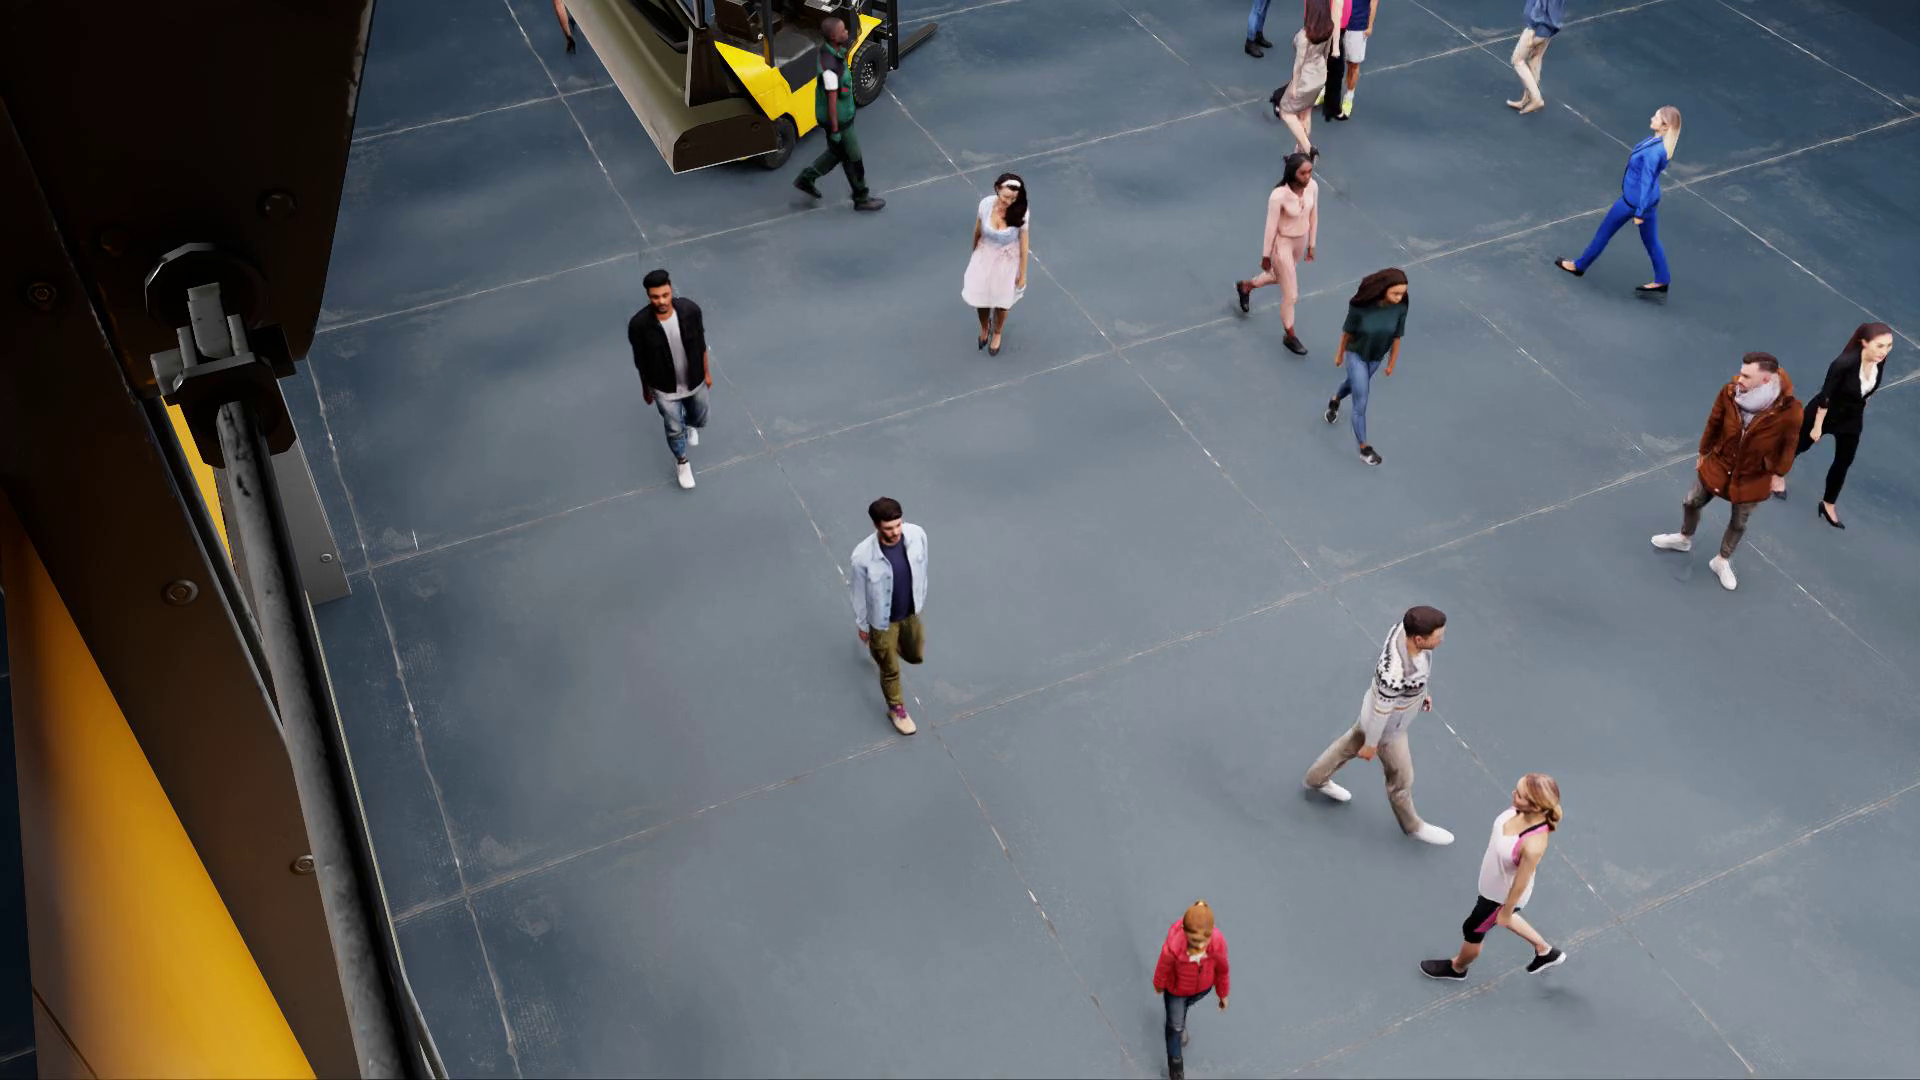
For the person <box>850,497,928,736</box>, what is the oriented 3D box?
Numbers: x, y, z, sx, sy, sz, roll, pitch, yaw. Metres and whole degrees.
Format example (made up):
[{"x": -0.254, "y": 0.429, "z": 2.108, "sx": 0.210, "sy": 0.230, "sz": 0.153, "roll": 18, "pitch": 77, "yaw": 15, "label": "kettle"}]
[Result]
[{"x": -0.451, "y": 0.406, "z": 10.192, "sx": 0.724, "sy": 1.796, "sz": 0.933, "roll": -22, "pitch": 48, "yaw": -21, "label": "person"}]

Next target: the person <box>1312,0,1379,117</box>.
[{"x": 3.683, "y": -4.909, "z": 15.743, "sx": 0.676, "sy": 1.835, "sz": 0.776, "roll": 22, "pitch": 48, "yaw": 21, "label": "person"}]

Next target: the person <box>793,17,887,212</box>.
[{"x": -1.135, "y": -3.671, "z": 14.455, "sx": 1.005, "sy": 1.819, "sz": 1.106, "roll": -2, "pitch": 44, "yaw": -3, "label": "person"}]

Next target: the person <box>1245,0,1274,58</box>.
[{"x": 3.084, "y": -5.689, "z": 16.708, "sx": 0.695, "sy": 1.633, "sz": 0.678, "roll": 22, "pitch": 48, "yaw": 22, "label": "person"}]

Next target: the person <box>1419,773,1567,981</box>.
[{"x": 2.941, "y": 1.831, "z": 8.714, "sx": 1.016, "sy": 1.772, "sz": 1.006, "roll": 8, "pitch": 44, "yaw": 9, "label": "person"}]

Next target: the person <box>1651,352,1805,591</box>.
[{"x": 5.245, "y": -0.463, "z": 11.093, "sx": 0.831, "sy": 1.811, "sz": 0.974, "roll": 16, "pitch": 46, "yaw": 16, "label": "person"}]

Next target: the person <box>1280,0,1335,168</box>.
[{"x": 3.179, "y": -4.076, "z": 14.941, "sx": 0.678, "sy": 1.735, "sz": 0.794, "roll": -27, "pitch": 50, "yaw": -26, "label": "person"}]

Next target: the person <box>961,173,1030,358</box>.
[{"x": 0.298, "y": -2.135, "z": 12.880, "sx": 0.864, "sy": 1.767, "sz": 0.936, "roll": 11, "pitch": 45, "yaw": 11, "label": "person"}]

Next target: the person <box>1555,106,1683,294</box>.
[{"x": 5.645, "y": -2.724, "z": 13.583, "sx": 1.251, "sy": 1.651, "sz": 1.049, "roll": 23, "pitch": 48, "yaw": 22, "label": "person"}]

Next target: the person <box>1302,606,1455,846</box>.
[{"x": 2.373, "y": 0.990, "z": 9.561, "sx": 1.243, "sy": 1.819, "sz": 1.185, "roll": 14, "pitch": 45, "yaw": 14, "label": "person"}]

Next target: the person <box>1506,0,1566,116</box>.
[{"x": 5.568, "y": -4.780, "z": 15.714, "sx": 0.710, "sy": 1.686, "sz": 0.771, "roll": -32, "pitch": 52, "yaw": -29, "label": "person"}]

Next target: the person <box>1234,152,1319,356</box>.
[{"x": 2.521, "y": -2.328, "z": 13.139, "sx": 0.764, "sy": 1.690, "sz": 1.181, "roll": -27, "pitch": 50, "yaw": -25, "label": "person"}]

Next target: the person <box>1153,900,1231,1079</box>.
[{"x": 1.173, "y": 2.237, "z": 8.632, "sx": 0.621, "sy": 1.296, "sz": 0.846, "roll": -9, "pitch": 44, "yaw": -9, "label": "person"}]

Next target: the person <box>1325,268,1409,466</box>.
[{"x": 2.935, "y": -1.387, "z": 12.240, "sx": 0.806, "sy": 1.567, "sz": 1.145, "roll": -2, "pitch": 44, "yaw": -2, "label": "person"}]

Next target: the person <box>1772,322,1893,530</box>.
[{"x": 6.089, "y": -0.916, "z": 11.697, "sx": 0.714, "sy": 1.633, "sz": 0.939, "roll": -10, "pitch": 45, "yaw": -11, "label": "person"}]

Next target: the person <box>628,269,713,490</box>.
[{"x": -2.056, "y": -1.223, "z": 11.904, "sx": 0.699, "sy": 1.793, "sz": 0.838, "roll": -16, "pitch": 46, "yaw": -16, "label": "person"}]

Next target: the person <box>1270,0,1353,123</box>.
[{"x": 3.392, "y": -4.683, "z": 15.658, "sx": 1.077, "sy": 1.625, "sz": 1.076, "roll": 11, "pitch": 45, "yaw": 11, "label": "person"}]
